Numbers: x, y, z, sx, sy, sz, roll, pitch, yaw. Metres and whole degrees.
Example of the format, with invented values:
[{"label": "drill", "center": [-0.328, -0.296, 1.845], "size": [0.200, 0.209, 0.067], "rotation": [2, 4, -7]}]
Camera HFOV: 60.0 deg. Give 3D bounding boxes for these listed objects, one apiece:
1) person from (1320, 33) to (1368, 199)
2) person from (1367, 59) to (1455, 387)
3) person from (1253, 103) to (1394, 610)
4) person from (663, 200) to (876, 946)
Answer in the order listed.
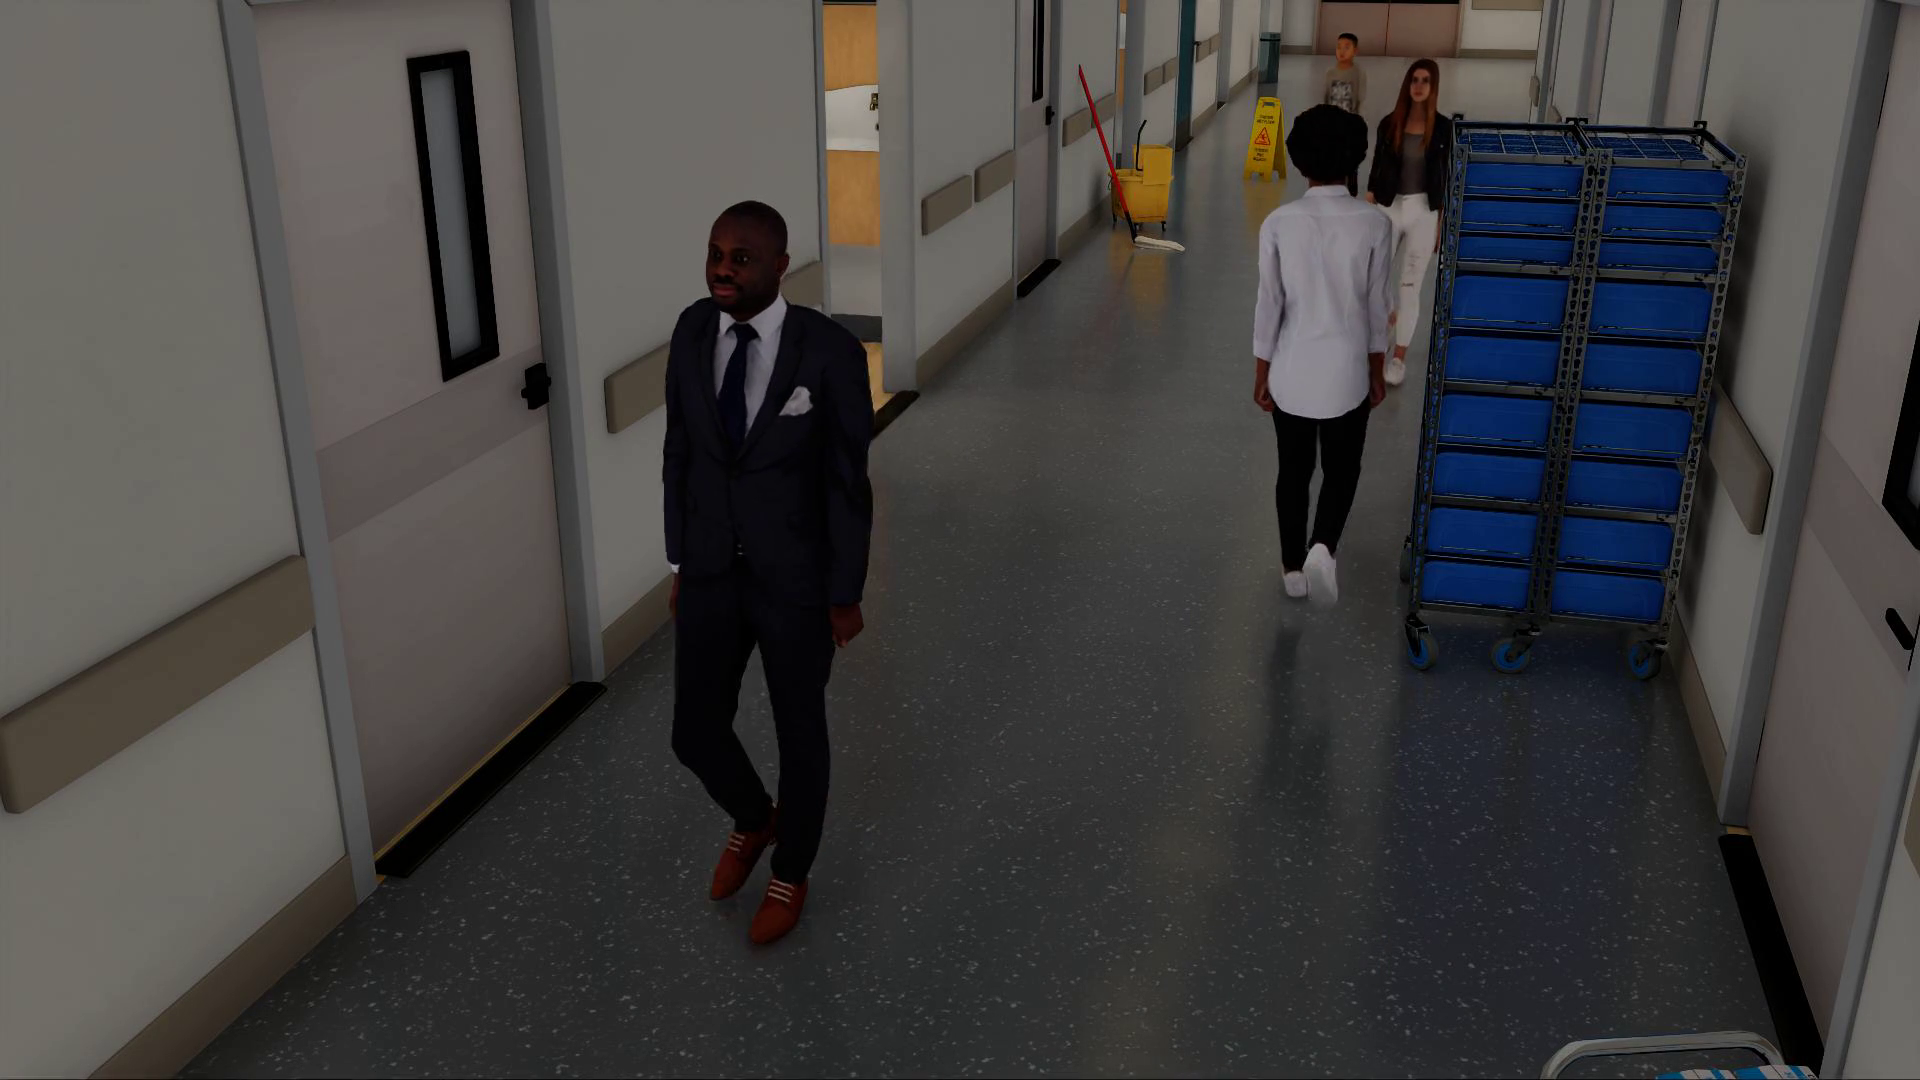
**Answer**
[{"label": "person", "center": [3.255, -3.522, 14.070], "size": [0.655, 1.448, 0.869], "rotation": [10, 23, 25]}, {"label": "person", "center": [2.406, -1.711, 8.940], "size": [0.671, 1.695, 0.829], "rotation": [9, 23, 22]}, {"label": "person", "center": [1.268, -0.590, 5.847], "size": [0.620, 1.790, 0.889], "rotation": [5, 21, 14]}, {"label": "person", "center": [-0.453, 0.069, 4.071], "size": [0.714, 1.815, 0.626], "rotation": [7, 22, 18]}]
